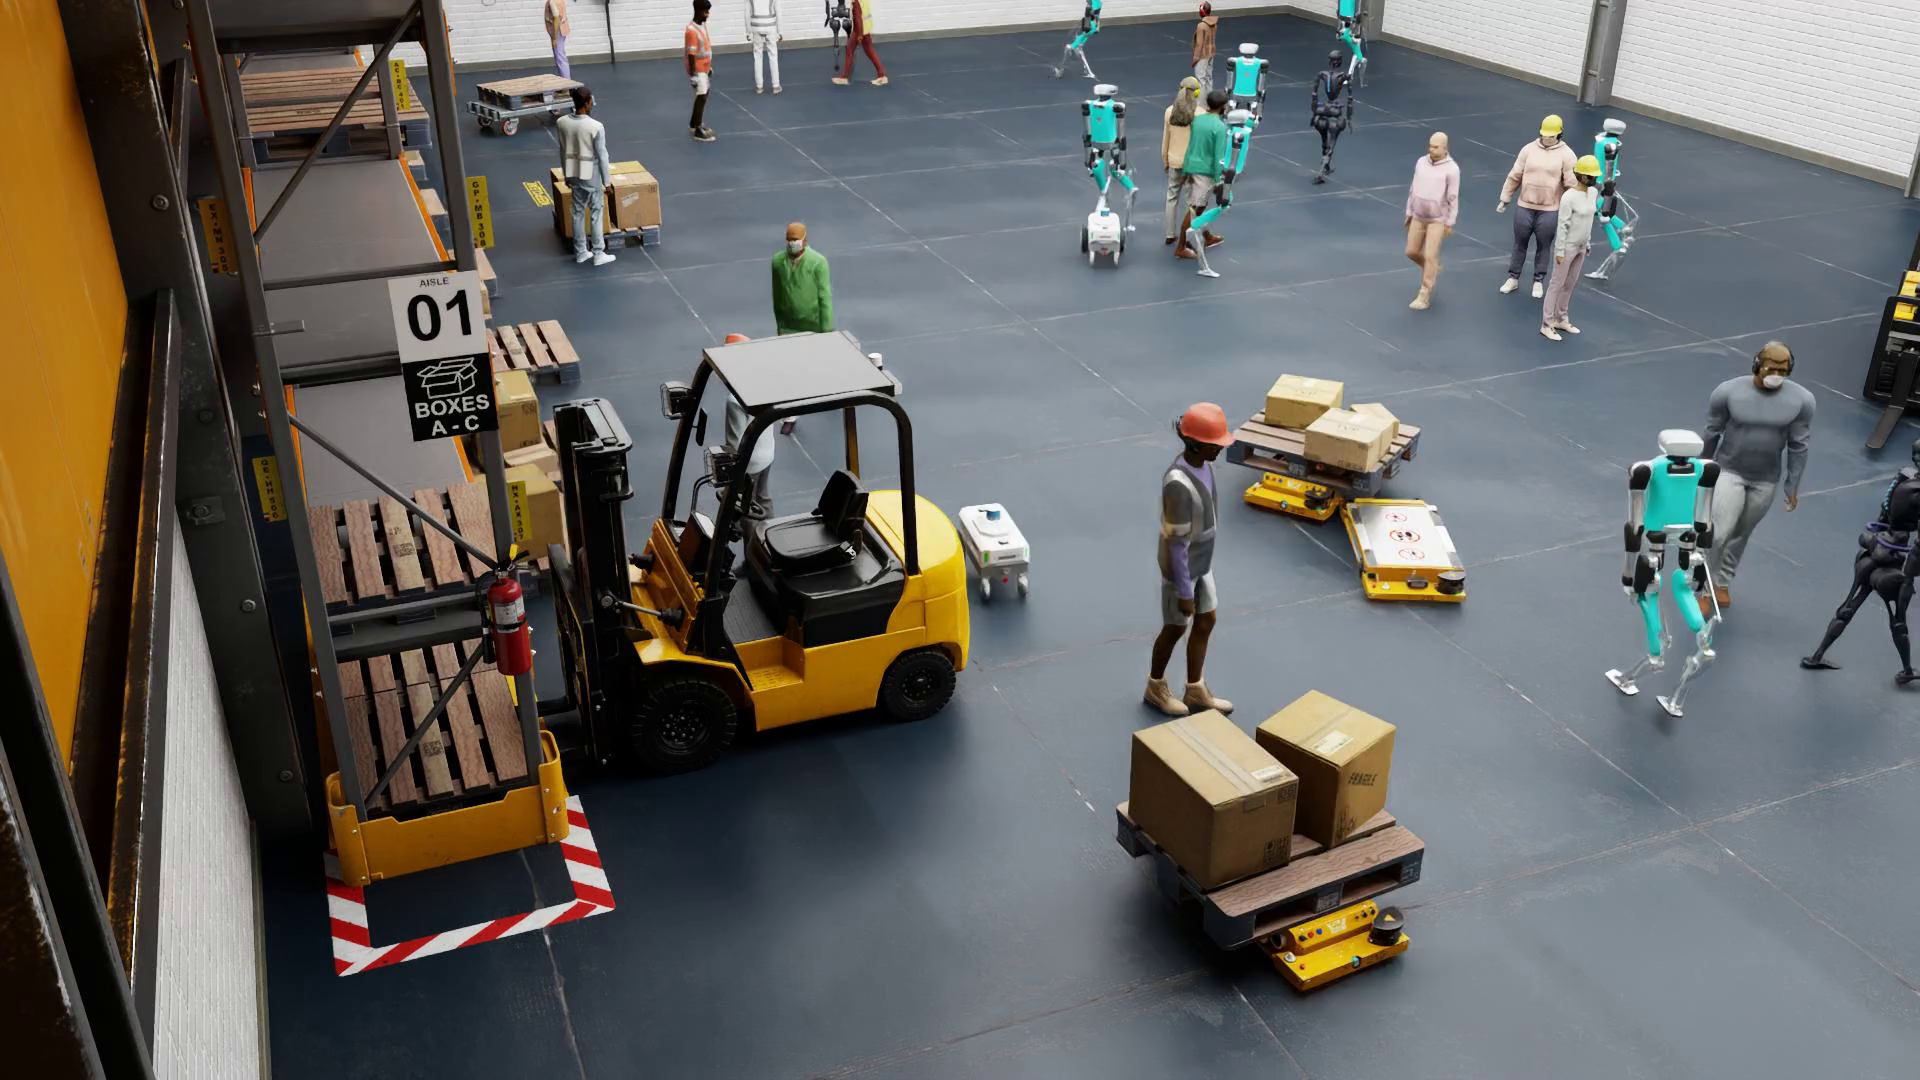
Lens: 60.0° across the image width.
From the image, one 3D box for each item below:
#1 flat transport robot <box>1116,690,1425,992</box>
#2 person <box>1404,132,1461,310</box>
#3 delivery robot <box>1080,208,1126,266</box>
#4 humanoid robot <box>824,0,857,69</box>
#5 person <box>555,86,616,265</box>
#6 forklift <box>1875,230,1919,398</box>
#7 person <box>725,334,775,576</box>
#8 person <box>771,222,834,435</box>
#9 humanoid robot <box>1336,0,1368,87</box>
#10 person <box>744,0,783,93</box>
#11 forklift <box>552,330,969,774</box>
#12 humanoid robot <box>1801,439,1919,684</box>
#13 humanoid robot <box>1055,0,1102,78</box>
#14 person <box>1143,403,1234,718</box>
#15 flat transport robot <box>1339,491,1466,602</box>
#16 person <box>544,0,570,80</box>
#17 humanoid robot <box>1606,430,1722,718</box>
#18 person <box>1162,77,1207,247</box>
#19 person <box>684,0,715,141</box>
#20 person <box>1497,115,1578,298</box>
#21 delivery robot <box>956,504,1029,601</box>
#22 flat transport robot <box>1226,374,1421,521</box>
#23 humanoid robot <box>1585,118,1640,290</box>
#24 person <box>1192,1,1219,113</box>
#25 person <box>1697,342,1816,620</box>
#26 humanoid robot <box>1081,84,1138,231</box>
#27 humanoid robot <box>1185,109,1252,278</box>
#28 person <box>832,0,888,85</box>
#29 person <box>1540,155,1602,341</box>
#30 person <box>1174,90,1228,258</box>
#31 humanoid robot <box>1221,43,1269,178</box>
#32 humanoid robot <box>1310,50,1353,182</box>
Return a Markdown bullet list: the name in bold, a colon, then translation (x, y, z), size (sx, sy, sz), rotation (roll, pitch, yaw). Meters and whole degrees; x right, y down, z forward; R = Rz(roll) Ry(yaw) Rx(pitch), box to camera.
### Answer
- **flat transport robot**: translation (1.575, 1.728, 8.550), size (0.659, 0.231, 1.431), rotation (-13, 29, -24)
- **person**: translation (4.781, -3.246, 16.772), size (0.590, 1.766, 0.554), rotation (-21, 34, -36)
- **delivery robot**: translation (1.589, -3.374, 18.366), size (0.499, 0.582, 0.764), rotation (1, 27, 2)
- **humanoid robot**: translation (-1.996, -8.793, 27.949), size (0.592, 1.626, 0.748), rotation (4, 27, 8)
- **person**: translation (-4.047, -3.917, 17.958), size (0.597, 1.910, 0.403), rotation (11, 29, 20)
- **forklift**: translation (9.029, -2.397, 14.618), size (1.214, 2.155, 2.313), rotation (18, 32, 32)
- **person**: translation (-1.471, -0.590, 11.523), size (0.345, 1.739, 0.572), rotation (9, 28, 17)
- **person**: translation (-1.308, -1.849, 14.031), size (0.553, 1.742, 0.937), rotation (6, 27, 12)
- **humanoid robot**: translation (6.317, -8.017, 26.427), size (0.760, 1.897, 0.545), rotation (-13, 30, -24)
- **person**: translation (-3.065, -7.954, 26.012), size (0.583, 1.882, 0.337), rotation (0, 27, -1)
- **forklift**: translation (-1.094, 0.010, 9.831), size (2.313, 2.155, 1.214), rotation (-10, 28, -20)
- **humanoid robot**: translation (5.755, 0.115, 10.220), size (0.746, 1.630, 0.590), rotation (2, 27, 5)
- **humanoid robot**: translation (1.905, -8.361, 27.064), size (0.839, 1.854, 0.554), rotation (12, 29, 23)
- **person**: translation (1.372, 0.149, 9.745), size (0.554, 2.026, 0.643), rotation (12, 29, 22)
- **flat transport robot**: translation (3.154, 0.032, 11.924), size (0.659, 0.231, 1.431), rotation (2, 27, 3)
- **person**: translation (-6.235, -7.819, 25.784), size (0.376, 1.843, 0.571), rotation (-2, 27, -4)
- **humanoid robot**: translation (4.223, 0.303, 9.773), size (0.539, 1.762, 0.876), rotation (-2, 27, -5)
- **person**: translation (2.510, -4.210, 18.575), size (0.553, 1.877, 0.402), rotation (16, 31, 28)
- **person**: translation (-3.667, -6.590, 23.230), size (0.554, 1.943, 0.763), rotation (3, 27, 5)
- **person**: translation (5.938, -3.431, 17.039), size (0.800, 1.860, 0.418), rotation (14, 30, 26)
- **delivery robot**: translation (0.229, 0.036, 11.588), size (0.499, 0.587, 0.788), rotation (-7, 27, -13)
- **flat transport robot**: translation (2.838, -0.554, 13.089), size (0.659, 0.231, 1.431), rotation (17, 31, 30)
- **humanoid robot**: translation (6.830, -3.402, 17.244), size (0.698, 1.901, 0.557), rotation (3, 27, 7)
- **person**: translation (3.615, -7.109, 24.586), size (0.338, 1.651, 0.454), rotation (20, 33, 34)
- **person**: translation (5.168, -0.372, 10.892), size (0.625, 1.915, 0.692), rotation (5, 27, 10)
- **humanoid robot**: translation (1.770, -4.355, 19.073), size (0.543, 1.798, 0.839), rotation (17, 32, 31)
- **humanoid robot**: translation (2.671, -3.634, 17.682), size (0.747, 1.869, 0.543), rotation (6, 27, 12)
- **person**: translation (-1.589, -8.137, 26.565), size (0.942, 1.718, 0.486), rotation (9, 28, 18)
- **person**: translation (5.860, -2.794, 15.879), size (0.530, 1.768, 0.309), rotation (-20, 33, -34)
- **person**: translation (2.714, -4.029, 18.321), size (0.828, 1.788, 0.525), rotation (-15, 30, -27)
- **humanoid robot**: translation (3.598, -5.397, 21.226), size (0.549, 1.908, 0.715), rotation (3, 27, 6)
- **humanoid robot**: translation (4.735, -5.424, 21.270), size (0.599, 1.625, 0.794), rotation (19, 32, 33)
